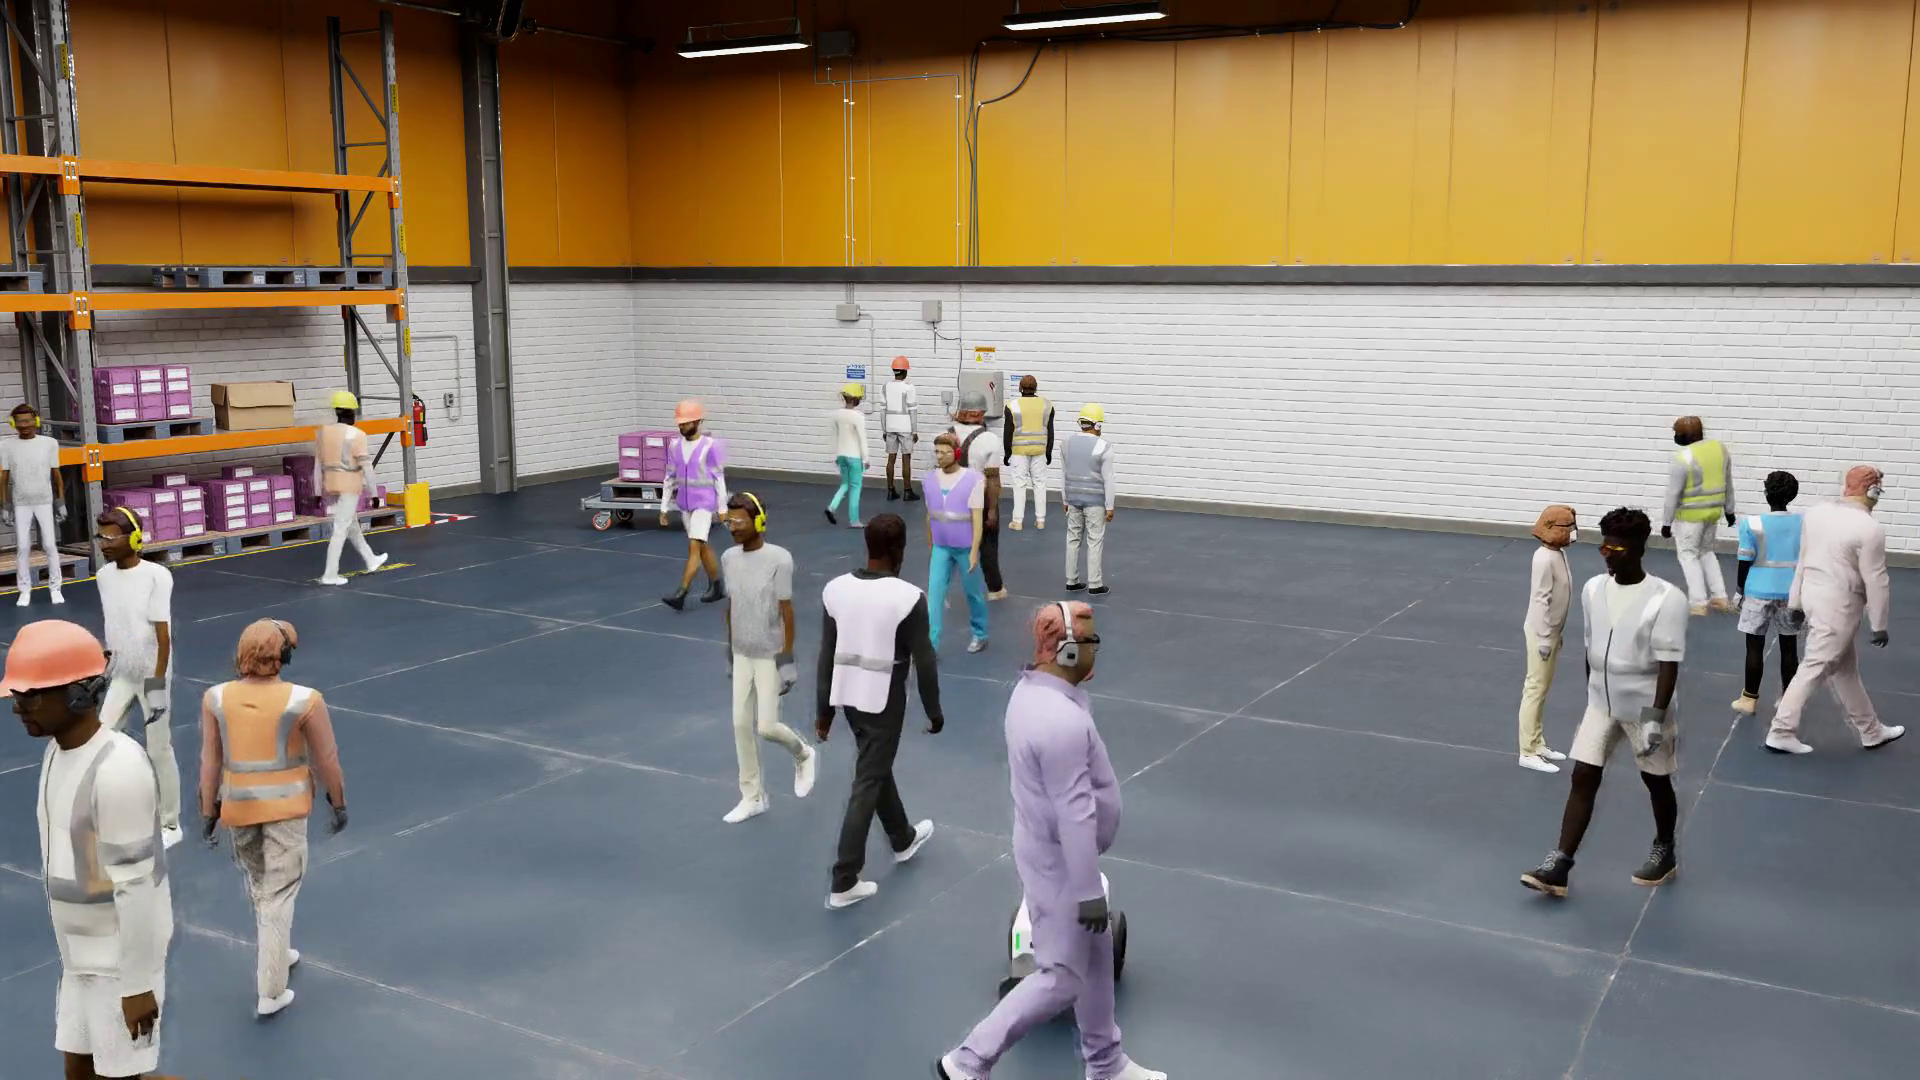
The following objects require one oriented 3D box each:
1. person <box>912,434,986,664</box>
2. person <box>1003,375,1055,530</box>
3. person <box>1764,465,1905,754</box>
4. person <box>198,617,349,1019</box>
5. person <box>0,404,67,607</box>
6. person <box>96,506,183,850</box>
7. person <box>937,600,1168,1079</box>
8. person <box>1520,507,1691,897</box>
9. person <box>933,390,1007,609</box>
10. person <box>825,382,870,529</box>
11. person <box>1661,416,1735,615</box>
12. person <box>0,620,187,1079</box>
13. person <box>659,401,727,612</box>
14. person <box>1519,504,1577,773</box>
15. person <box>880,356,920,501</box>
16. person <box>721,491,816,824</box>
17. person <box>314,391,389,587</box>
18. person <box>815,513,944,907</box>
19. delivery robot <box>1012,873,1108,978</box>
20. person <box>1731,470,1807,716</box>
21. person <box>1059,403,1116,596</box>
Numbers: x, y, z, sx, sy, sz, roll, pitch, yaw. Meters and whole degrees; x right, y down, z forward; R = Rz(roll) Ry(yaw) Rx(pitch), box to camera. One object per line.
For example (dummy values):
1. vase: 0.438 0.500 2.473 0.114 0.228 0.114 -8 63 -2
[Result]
1. person: -0.051 0.058 13.027 0.589 1.795 0.972 5 10 27
2. person: 0.805 -1.036 19.711 0.633 1.843 0.429 -3 9 -16
3. person: 5.551 0.449 10.434 0.977 1.841 0.657 0 9 -1
4. person: -2.831 1.119 6.943 0.543 1.608 0.711 0 9 3
5. person: -8.471 -0.322 15.205 0.527 1.860 0.321 -4 10 -26
6. person: -4.264 0.749 8.562 0.517 1.849 0.589 3 9 15
7. person: 0.346 1.146 5.964 0.824 1.881 0.663 0 9 -2
8. person: 3.205 0.795 8.058 0.999 1.913 0.626 -6 11 -32
9. person: 0.064 -0.401 15.121 0.690 2.000 1.043 5 10 28
10. person: -1.316 -0.989 19.682 0.438 1.751 0.532 -8 12 -42
11. person: 6.515 -0.214 14.745 0.709 1.792 0.429 -4 10 -24
12. person: -2.518 1.221 5.090 0.644 2.027 0.703 8 12 42
13. person: -2.454 -0.312 15.044 0.572 1.879 0.999 5 10 28
14. person: 3.616 0.588 10.214 0.283 1.634 0.498 5 10 30
15. person: -0.798 -1.487 22.220 0.543 1.939 0.370 5 10 29
16. person: -1.081 0.634 9.256 0.536 1.849 0.558 6 11 31
17. person: -5.968 -0.519 16.340 0.613 1.875 0.989 4 10 25
18. person: -0.342 0.795 8.184 0.579 1.864 0.979 7 12 39
19. delivery robot: 0.428 1.598 6.977 0.477 0.478 0.707 2 9 10
20. person: 5.562 0.369 11.381 0.536 1.700 0.318 0 9 3
21. person: 1.215 -0.381 15.691 0.586 1.824 0.404 6 11 35
